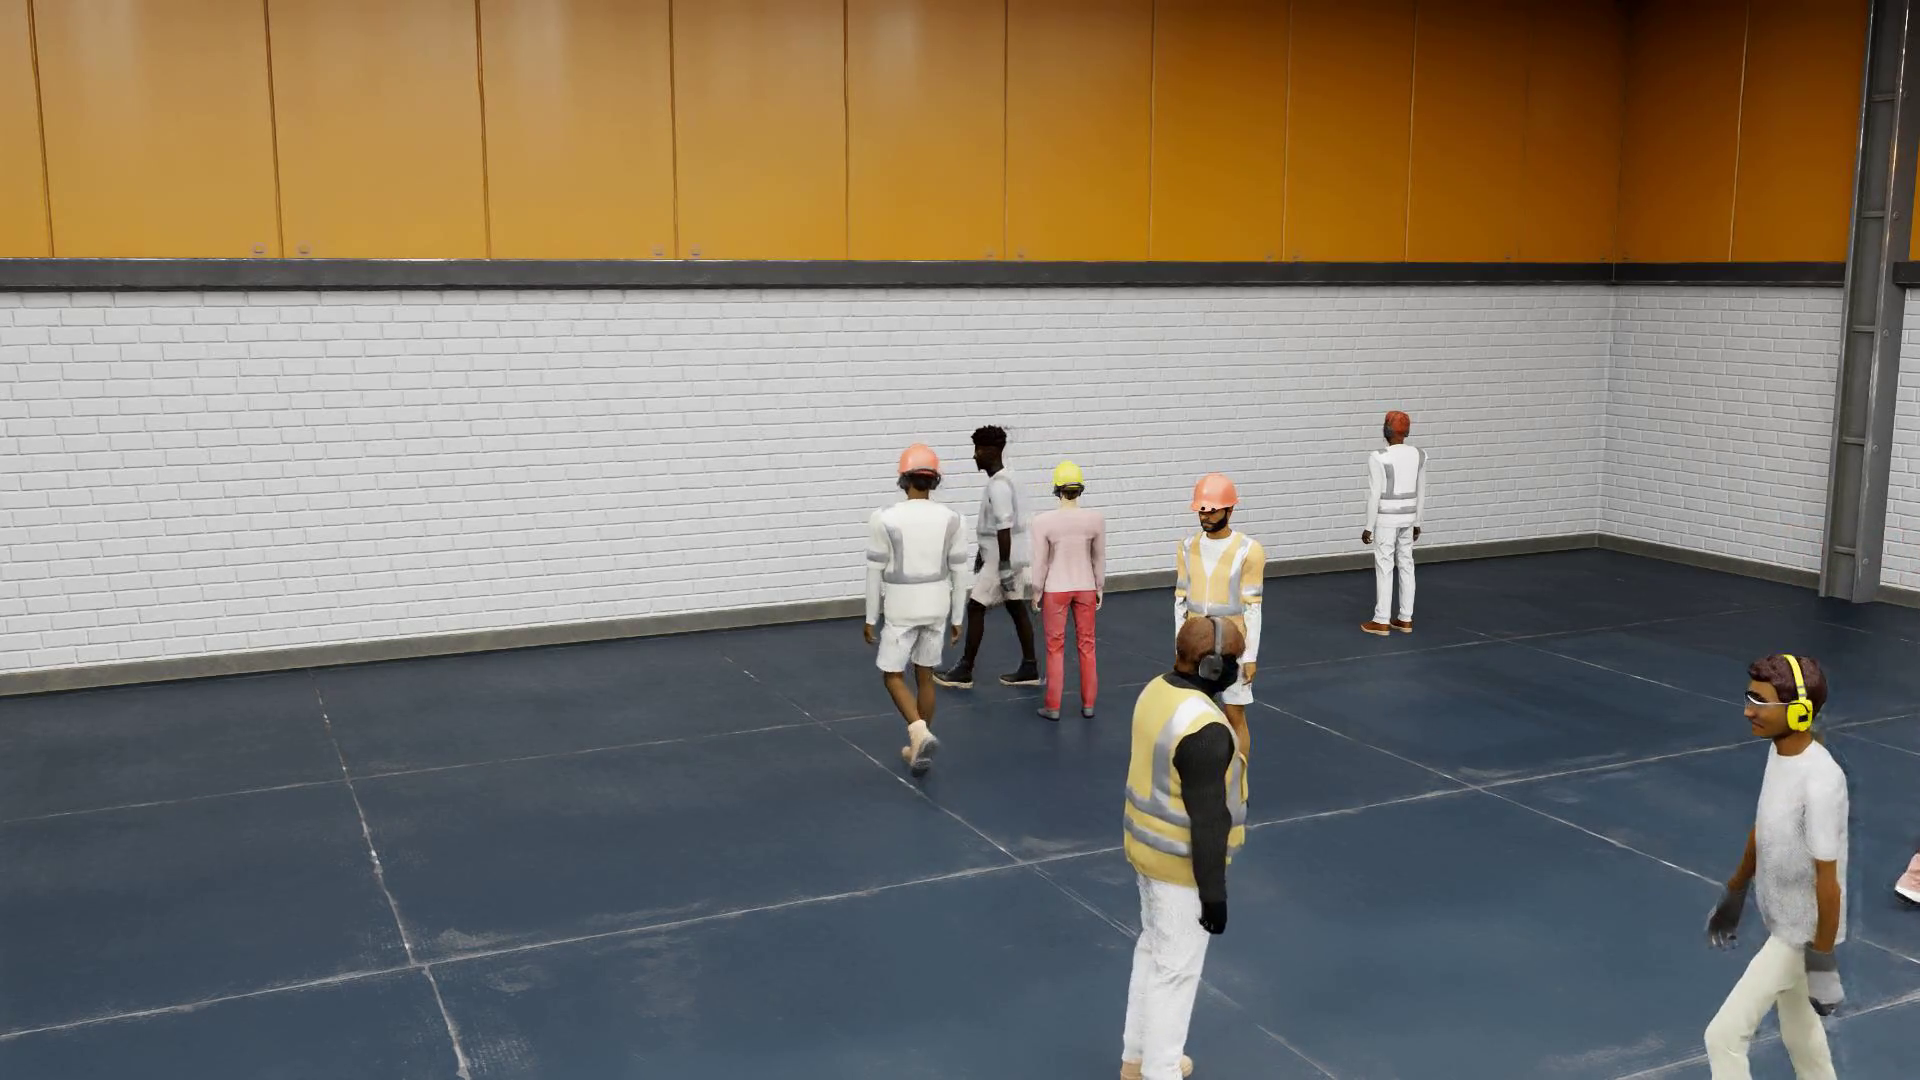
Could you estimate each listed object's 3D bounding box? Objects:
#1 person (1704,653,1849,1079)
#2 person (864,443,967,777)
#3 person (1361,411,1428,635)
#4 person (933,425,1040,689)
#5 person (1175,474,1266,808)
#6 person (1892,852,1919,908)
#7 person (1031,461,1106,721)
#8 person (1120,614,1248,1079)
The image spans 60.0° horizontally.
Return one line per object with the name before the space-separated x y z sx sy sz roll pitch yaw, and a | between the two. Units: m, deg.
person | 2.576 1.261 5.384 0.761 1.841 0.541 3 10 19
person | -0.242 0.437 9.928 0.624 2.023 0.695 -3 10 -20
person | 3.630 -0.142 13.937 0.580 1.883 0.352 -4 10 -24
person | 0.182 0.127 12.132 0.897 1.929 0.632 2 9 10
person | 1.425 0.586 9.302 0.539 1.929 0.385 7 11 36
person | 4.849 0.898 7.574 0.983 1.865 0.647 4 10 21
person | 0.731 0.347 11.256 0.525 1.772 0.302 -2 9 -13
person | 0.814 1.167 6.023 0.432 1.827 0.649 -2 9 -10
